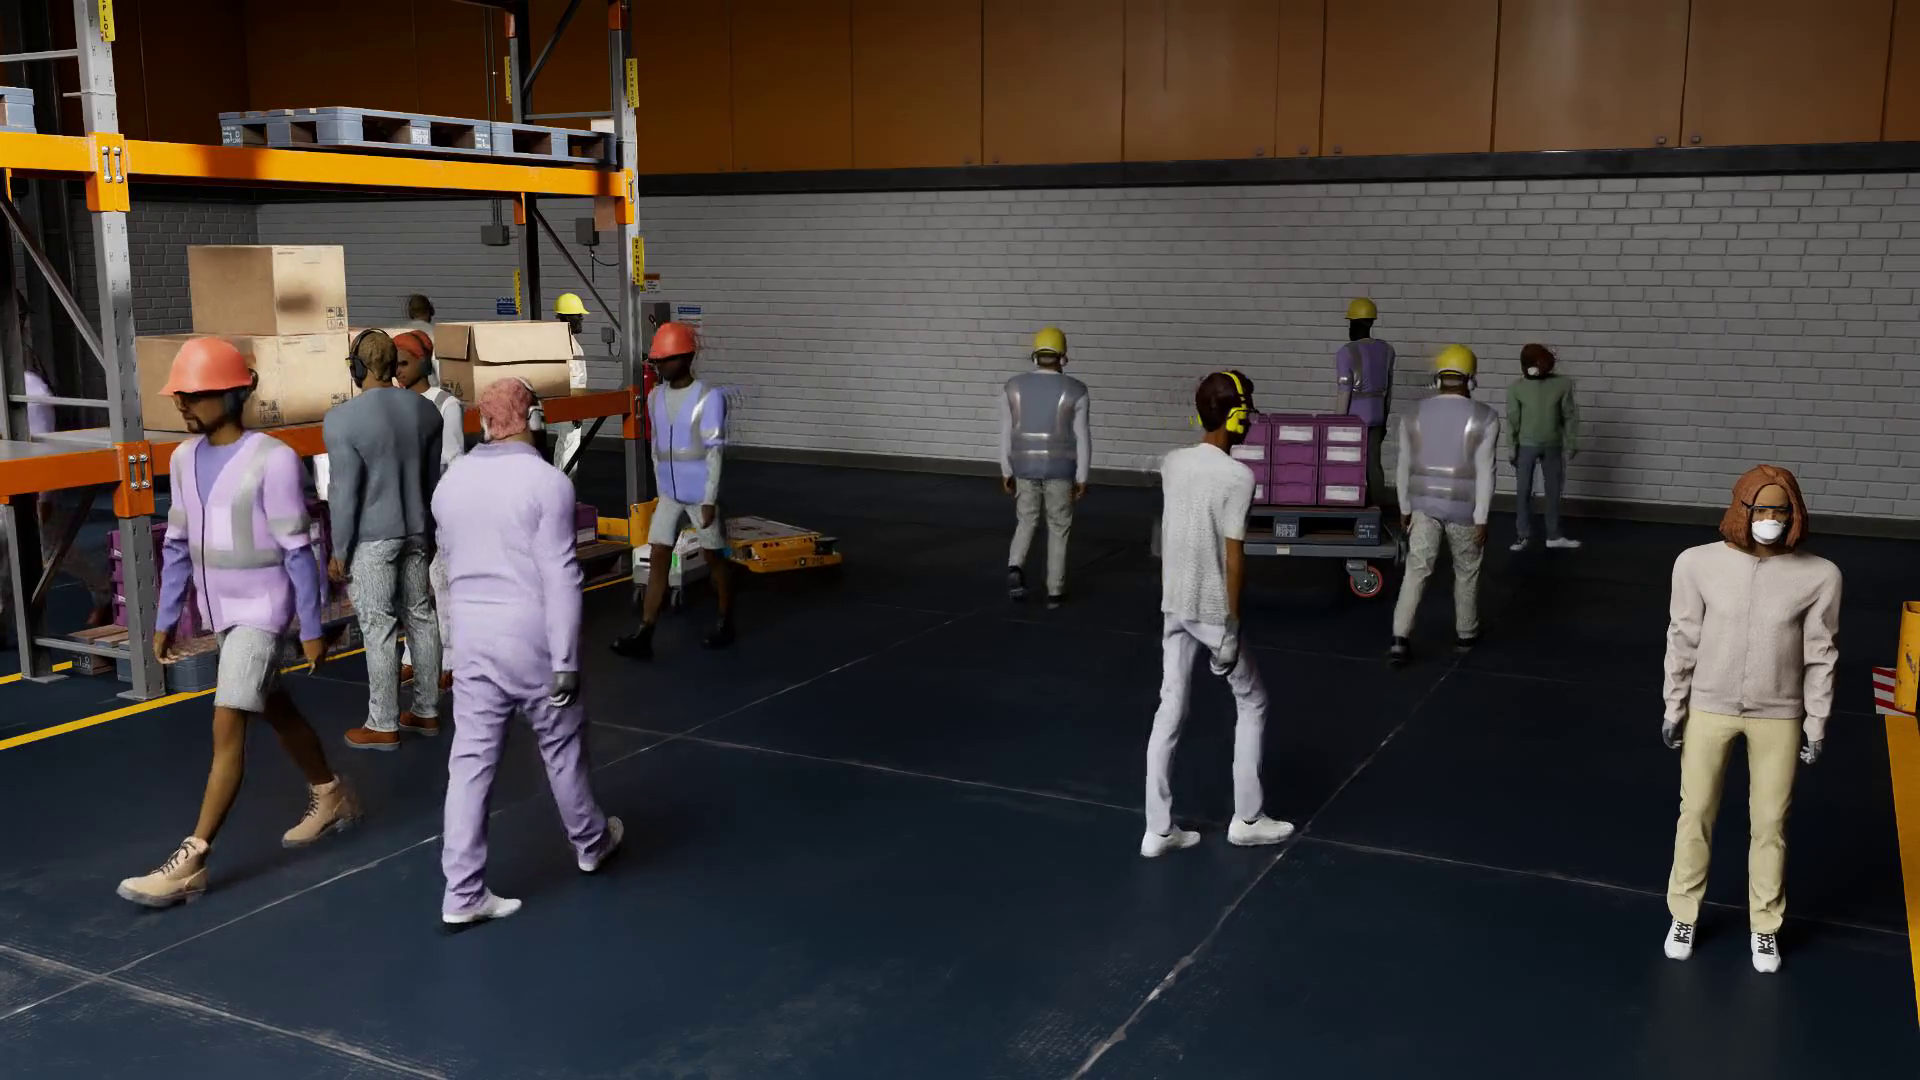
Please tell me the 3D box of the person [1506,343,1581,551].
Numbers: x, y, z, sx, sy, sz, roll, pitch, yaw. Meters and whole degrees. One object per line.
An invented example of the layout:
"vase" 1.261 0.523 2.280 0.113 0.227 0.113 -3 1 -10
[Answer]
"person" 4.494 -0.697 12.692 0.672 1.597 0.335 0 10 2

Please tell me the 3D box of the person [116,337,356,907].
"person" -2.645 0.257 6.057 0.637 1.983 1.072 6 11 30

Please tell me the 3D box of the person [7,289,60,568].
"person" -6.829 -0.813 12.082 0.684 2.000 0.536 7 12 35

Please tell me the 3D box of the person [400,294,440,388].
"person" -4.902 -1.322 15.441 0.644 1.898 0.862 4 10 20

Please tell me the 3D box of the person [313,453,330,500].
"person" -5.733 -1.254 15.209 0.636 1.842 0.429 -2 10 -11

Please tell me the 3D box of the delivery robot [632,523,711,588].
"delivery robot" -1.832 0.104 10.787 0.477 0.478 0.707 3 11 16

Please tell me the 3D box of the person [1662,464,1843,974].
"person" 2.504 0.566 5.304 0.496 1.629 0.277 4 11 22

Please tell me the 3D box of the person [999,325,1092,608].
"person" 0.542 -0.454 10.643 0.598 1.821 0.509 4 10 20

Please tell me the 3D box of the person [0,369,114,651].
"person" -5.380 -0.317 9.651 0.636 1.904 0.968 5 11 25

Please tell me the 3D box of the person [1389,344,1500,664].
"person" 2.686 -0.197 9.279 0.596 1.788 0.940 7 12 35

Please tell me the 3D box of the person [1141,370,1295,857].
"person" 0.980 0.280 6.349 0.760 1.842 0.542 -8 12 -37

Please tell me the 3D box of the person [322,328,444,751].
"person" -2.651 0.000 7.673 0.372 1.940 0.631 5 11 28

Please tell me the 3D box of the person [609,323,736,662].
"person" -1.571 -0.262 9.317 0.571 1.882 0.979 5 11 27

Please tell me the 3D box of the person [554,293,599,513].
"person" -3.408 -1.183 14.549 0.369 1.928 0.586 -4 11 -24

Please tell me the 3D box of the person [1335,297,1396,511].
"person" 3.175 -0.953 13.217 0.585 1.929 0.370 -6 12 -32

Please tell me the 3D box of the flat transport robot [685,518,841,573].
"flat transport robot" -1.542 0.016 12.402 0.652 0.197 1.431 -7 12 -36

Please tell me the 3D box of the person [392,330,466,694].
"person" -2.802 -0.141 8.645 0.575 1.885 0.355 6 11 29

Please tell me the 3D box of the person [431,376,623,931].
"person" -1.526 0.364 5.815 0.669 1.853 0.936 4 11 24
